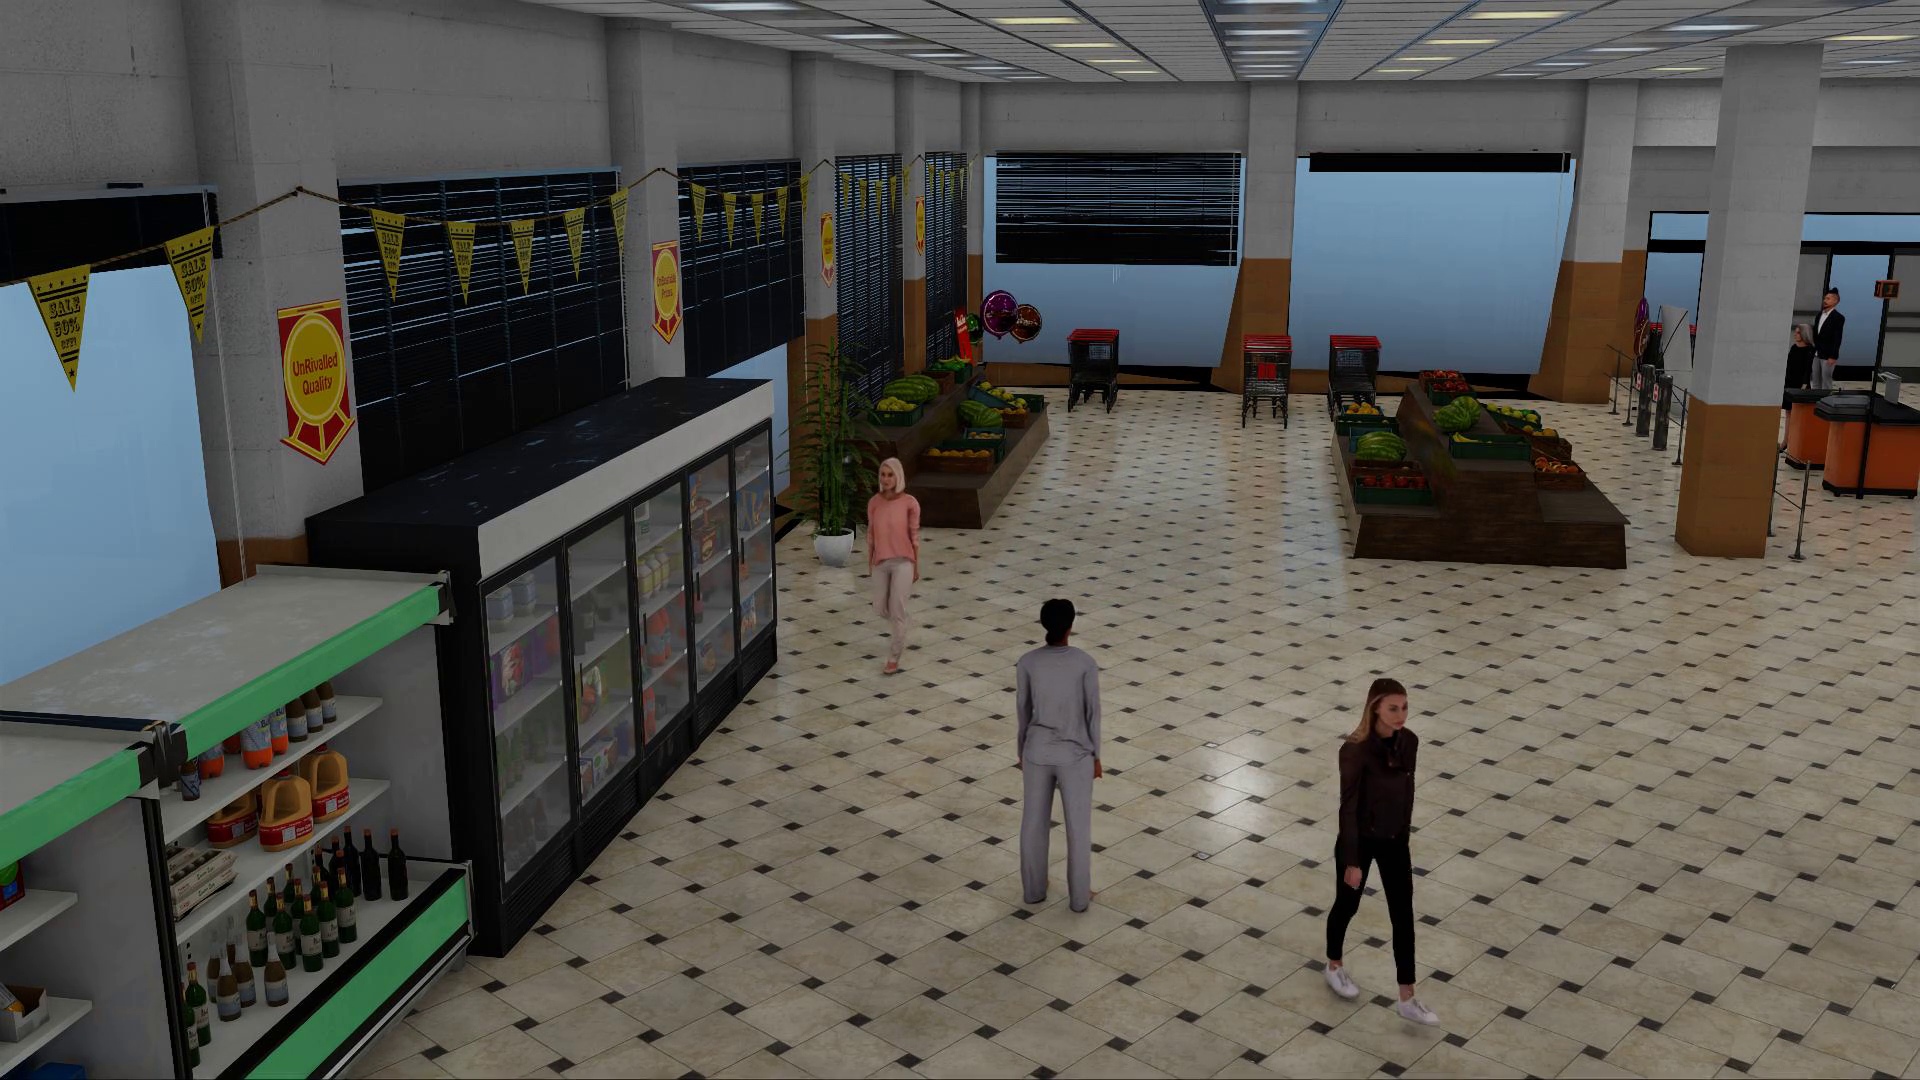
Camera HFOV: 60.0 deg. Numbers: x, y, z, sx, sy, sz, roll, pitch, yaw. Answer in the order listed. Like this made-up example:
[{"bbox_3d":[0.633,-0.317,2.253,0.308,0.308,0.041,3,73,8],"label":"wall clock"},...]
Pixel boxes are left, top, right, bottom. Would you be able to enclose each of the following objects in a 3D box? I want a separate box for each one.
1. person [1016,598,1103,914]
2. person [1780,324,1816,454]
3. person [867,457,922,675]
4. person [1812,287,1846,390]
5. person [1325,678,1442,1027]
[{"bbox_3d":[0.534,1.200,9.077,0.662,1.662,0.597,5,14,19],"label":"person"},{"bbox_3d":[11.112,-2.005,22.113,0.744,1.747,0.628,-3,14,-12],"label":"person"},{"bbox_3d":[-0.492,0.179,13.183,0.648,1.711,0.882,4,14,16],"label":"person"},{"bbox_3d":[13.088,-2.845,25.144,0.846,1.949,0.688,-3,14,-12],"label":"person"},{"bbox_3d":[1.940,1.447,8.035,0.926,1.672,1.046,-6,15,-23],"label":"person"}]
